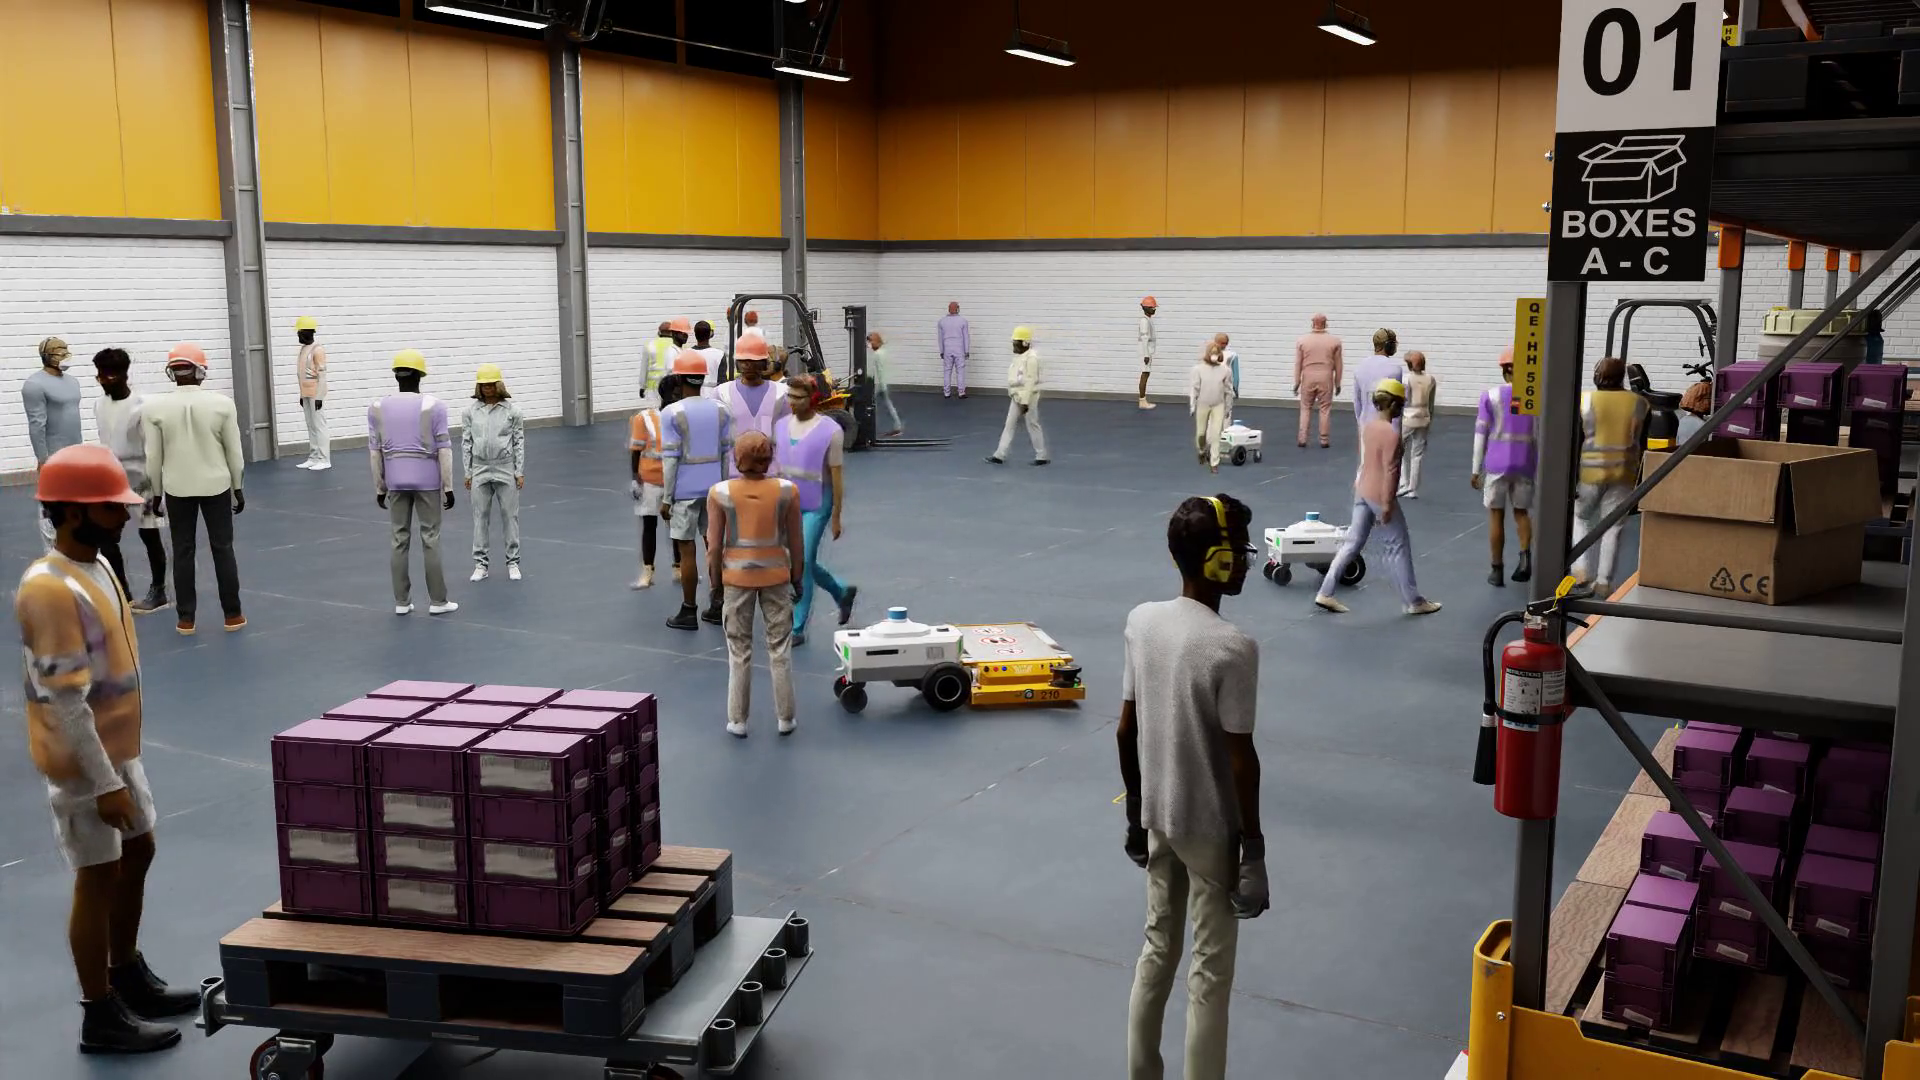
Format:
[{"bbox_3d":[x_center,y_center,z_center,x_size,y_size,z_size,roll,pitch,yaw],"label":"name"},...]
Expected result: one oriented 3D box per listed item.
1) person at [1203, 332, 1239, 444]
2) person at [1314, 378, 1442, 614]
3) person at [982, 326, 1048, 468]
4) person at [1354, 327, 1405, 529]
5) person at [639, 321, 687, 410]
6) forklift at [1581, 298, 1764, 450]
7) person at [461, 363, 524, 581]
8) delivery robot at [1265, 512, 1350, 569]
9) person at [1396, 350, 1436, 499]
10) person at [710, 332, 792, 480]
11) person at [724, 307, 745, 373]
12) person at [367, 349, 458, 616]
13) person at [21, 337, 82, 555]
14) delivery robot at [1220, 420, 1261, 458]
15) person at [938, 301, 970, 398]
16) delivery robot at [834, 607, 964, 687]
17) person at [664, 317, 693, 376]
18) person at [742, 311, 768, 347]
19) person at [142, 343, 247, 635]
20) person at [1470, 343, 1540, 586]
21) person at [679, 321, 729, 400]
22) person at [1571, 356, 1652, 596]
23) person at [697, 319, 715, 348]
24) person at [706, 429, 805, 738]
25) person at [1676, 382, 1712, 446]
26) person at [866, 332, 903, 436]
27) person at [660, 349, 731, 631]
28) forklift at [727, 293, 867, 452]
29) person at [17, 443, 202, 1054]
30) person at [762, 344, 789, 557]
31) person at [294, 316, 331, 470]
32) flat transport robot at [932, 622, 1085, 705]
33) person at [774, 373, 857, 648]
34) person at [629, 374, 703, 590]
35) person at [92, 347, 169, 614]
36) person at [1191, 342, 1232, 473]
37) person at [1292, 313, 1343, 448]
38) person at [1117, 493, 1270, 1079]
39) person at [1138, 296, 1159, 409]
[{"bbox_3d":[3.656,-2.096,23.353,0.522,1.638,0.310,3,10,19],"label":"person"},{"bbox_3d":[3.000,-0.305,11.969,0.886,1.712,0.522,-2,9,-13],"label":"person"},{"bbox_3d":[0.733,-1.791,20.991,0.845,1.788,0.618,-3,10,-20],"label":"person"},{"bbox_3d":[4.047,-1.072,16.030,0.373,1.940,0.627,-5,10,-27],"label":"person"},{"bbox_3d":[-4.040,-2.080,22.760,0.664,1.813,0.591,-3,10,-18],"label":"person"},{"bbox_3d":[7.954,-1.589,18.462,2.313,2.155,1.214,5,11,30],"label":"forklift"},{"bbox_3d":[-3.729,-0.538,13.303,0.487,1.744,0.297,-1,9,-9],"label":"person"},{"bbox_3d":[2.797,0.020,13.229,0.707,0.478,0.477,-1,9,-7],"label":"delivery robot"},{"bbox_3d":[4.911,-1.246,18.072,0.538,1.635,0.383,-3,9,-16],"label":"person"},{"bbox_3d":[-1.478,-0.466,11.925,0.615,2.041,0.370,-2,9,-11],"label":"person"},{"bbox_3d":[-3.936,-3.121,28.995,0.355,1.883,0.573,-7,12,-38],"label":"person"},{"bbox_3d":[-3.920,-0.407,11.946,0.585,1.918,0.381,0,9,2],"label":"person"},{"bbox_3d":[-7.422,-0.704,13.729,0.361,1.939,0.635,0,9,3],"label":"person"},{"bbox_3d":[3.575,-1.303,21.486,0.707,0.478,0.477,-9,13,-44],"label":"delivery robot"},{"bbox_3d":[-0.107,-3.737,32.765,0.643,1.909,0.410,3,9,16],"label":"person"},{"bbox_3d":[-0.351,0.625,9.449,0.707,0.478,0.477,-2,9,-13],"label":"delivery robot"},{"bbox_3d":[-3.381,-1.715,20.066,0.376,1.932,0.543,0,9,0],"label":"person"},{"bbox_3d":[-3.489,-2.946,28.077,0.590,1.834,0.961,-5,11,-30],"label":"person"},{"bbox_3d":[-5.207,-0.347,11.357,0.609,1.985,0.392,-4,10,-21],"label":"person"},{"bbox_3d":[4.324,-0.585,13.063,0.582,1.913,0.474,0,9,1],"label":"person"},{"bbox_3d":[-2.918,-1.538,18.997,0.596,1.919,0.386,2,9,10],"label":"person"},{"bbox_3d":[4.919,-0.484,12.693,0.636,1.826,0.466,1,9,6],"label":"person"},{"bbox_3d":[-3.819,-2.449,25.156,0.305,1.771,0.525,-6,11,-31],"label":"person"},{"bbox_3d":[-1.078,0.234,8.812,0.522,1.638,0.310,-2,9,-12],"label":"person"},{"bbox_3d":[5.622,-0.392,12.736,0.286,1.633,0.499,0,9,3],"label":"person"},{"bbox_3d":[-1.276,-2.336,25.020,0.899,1.576,0.521,-1,9,-6],"label":"person"},{"bbox_3d":[-1.839,-0.344,11.487,0.544,1.939,0.354,-8,12,-43],"label":"person"},{"bbox_3d":[-2.458,-2.344,23.176,2.313,2.155,1.214,0,9,-2],"label":"forklift"},{"bbox_3d":[-2.700,0.661,5.229,0.371,1.933,0.563,-2,9,-10],"label":"person"},{"bbox_3d":[-1.580,-0.766,14.406,0.343,1.847,0.507,-5,10,-27],"label":"person"},{"bbox_3d":[-8.132,-1.841,20.859,0.361,1.930,0.587,-9,13,-44],"label":"person"},{"bbox_3d":[0.258,0.716,10.055,0.652,0.197,1.431,-2,9,-11],"label":"flat transport robot"},{"bbox_3d":[-0.964,-0.213,11.067,0.570,1.816,0.790,7,12,38],"label":"person"},{"bbox_3d":[-2.324,-0.451,12.987,0.607,1.676,0.321,-5,10,-28],"label":"person"},{"bbox_3d":[-5.960,-0.401,11.838,0.634,1.931,0.668,3,10,19],"label":"person"},{"bbox_3d":[3.116,-1.655,20.649,0.509,1.617,0.607,1,9,4],"label":"person"},{"bbox_3d":[5.035,-2.240,23.429,0.669,1.907,0.402,2,9,15],"label":"person"},{"bbox_3d":[0.651,0.801,4.569,0.312,1.866,0.538,-6,11,-35],"label":"person"},{"bbox_3d":[3.422,-3.401,30.241,0.373,2.043,0.615,1,9,9],"label":"person"}]
